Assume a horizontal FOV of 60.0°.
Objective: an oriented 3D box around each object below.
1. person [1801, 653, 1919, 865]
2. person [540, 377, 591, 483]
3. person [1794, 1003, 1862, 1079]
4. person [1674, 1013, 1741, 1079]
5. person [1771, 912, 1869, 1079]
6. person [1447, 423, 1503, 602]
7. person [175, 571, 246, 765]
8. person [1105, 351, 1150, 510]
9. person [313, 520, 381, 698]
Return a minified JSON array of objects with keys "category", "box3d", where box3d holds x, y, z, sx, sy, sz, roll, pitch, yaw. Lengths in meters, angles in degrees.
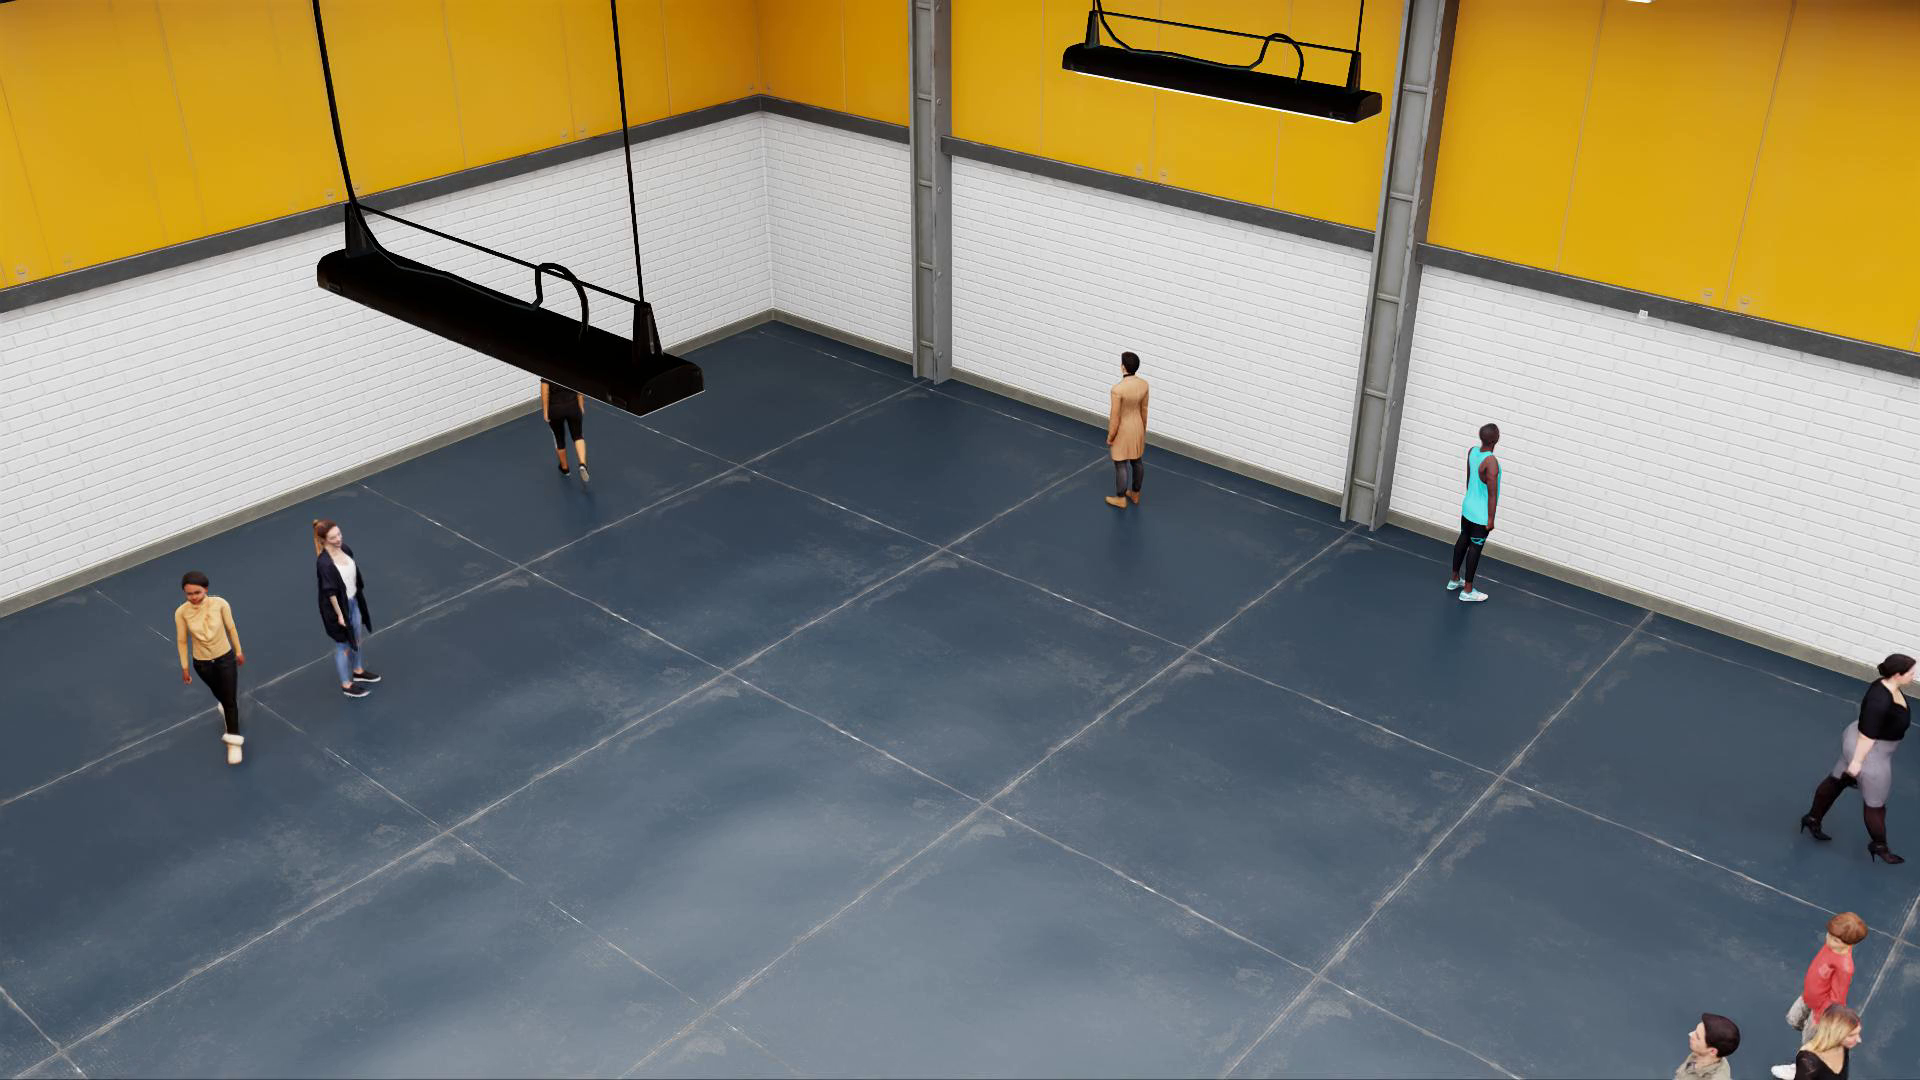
[{"category":"person","box3d":[6.666,1.582,12.444,1.010,1.726,0.779,16,32,27]},{"category":"person","box3d":[-4.262,-1.385,17.963,0.836,1.650,1.025,-12,31,-22]},{"category":"person","box3d":[4.728,3.239,9.465,0.621,1.668,0.725,-21,35,-34]},{"category":"person","box3d":[4.044,3.356,9.059,1.012,1.852,0.882,10,30,18]},{"category":"person","box3d":[5.471,2.881,10.395,0.718,1.407,0.660,7,29,13]},{"category":"person","box3d":[4.900,-0.282,15.772,0.736,1.811,0.636,-7,29,-13]},{"category":"person","box3d":[-6.144,0.959,13.701,0.999,1.615,1.195,-9,30,-16]},{"category":"person","box3d":[1.767,-1.160,17.470,0.719,1.726,0.722,-16,33,-27]},{"category":"person","box3d":[-5.348,0.579,14.326,0.724,1.683,0.718,3,29,5]}]
